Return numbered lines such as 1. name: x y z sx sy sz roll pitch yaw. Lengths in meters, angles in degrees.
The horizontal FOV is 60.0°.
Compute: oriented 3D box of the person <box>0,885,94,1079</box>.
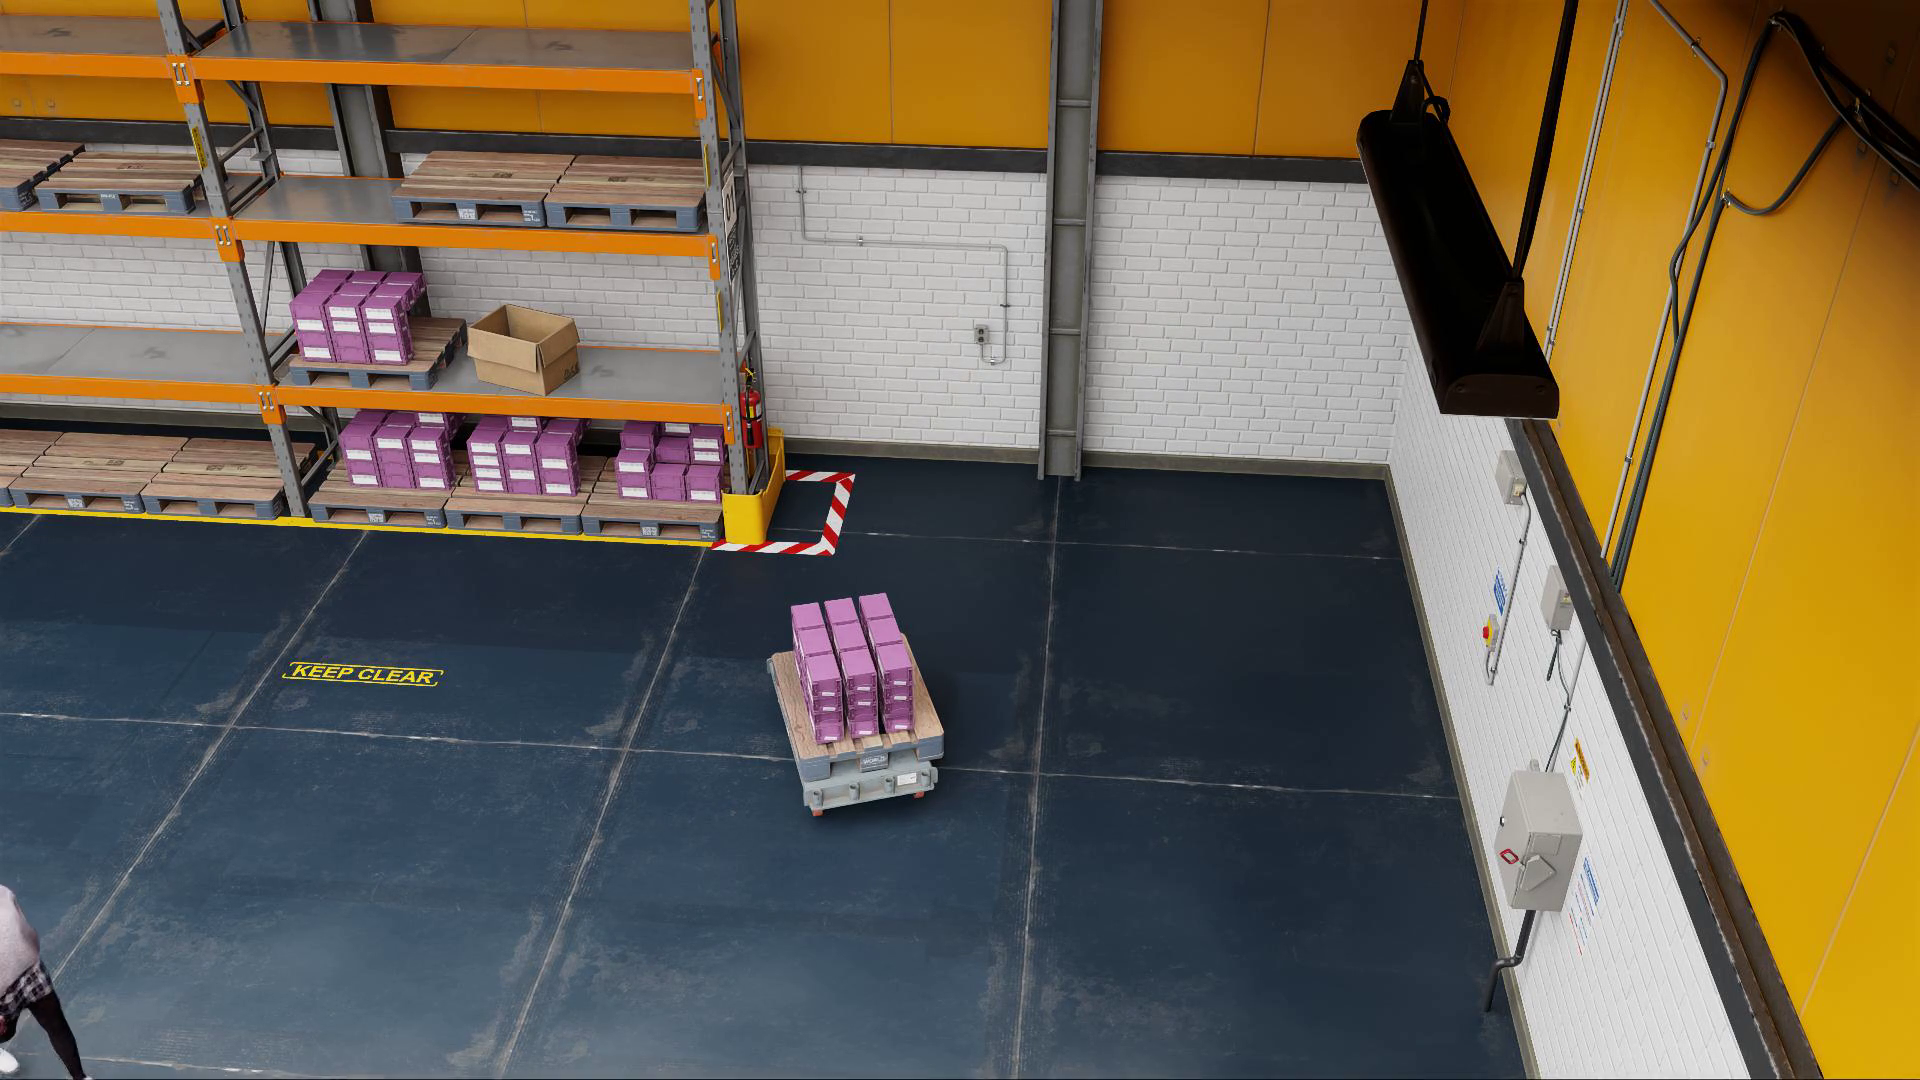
1. person: -5.330 2.437 9.188 1.233 1.742 0.861 13 36 18
